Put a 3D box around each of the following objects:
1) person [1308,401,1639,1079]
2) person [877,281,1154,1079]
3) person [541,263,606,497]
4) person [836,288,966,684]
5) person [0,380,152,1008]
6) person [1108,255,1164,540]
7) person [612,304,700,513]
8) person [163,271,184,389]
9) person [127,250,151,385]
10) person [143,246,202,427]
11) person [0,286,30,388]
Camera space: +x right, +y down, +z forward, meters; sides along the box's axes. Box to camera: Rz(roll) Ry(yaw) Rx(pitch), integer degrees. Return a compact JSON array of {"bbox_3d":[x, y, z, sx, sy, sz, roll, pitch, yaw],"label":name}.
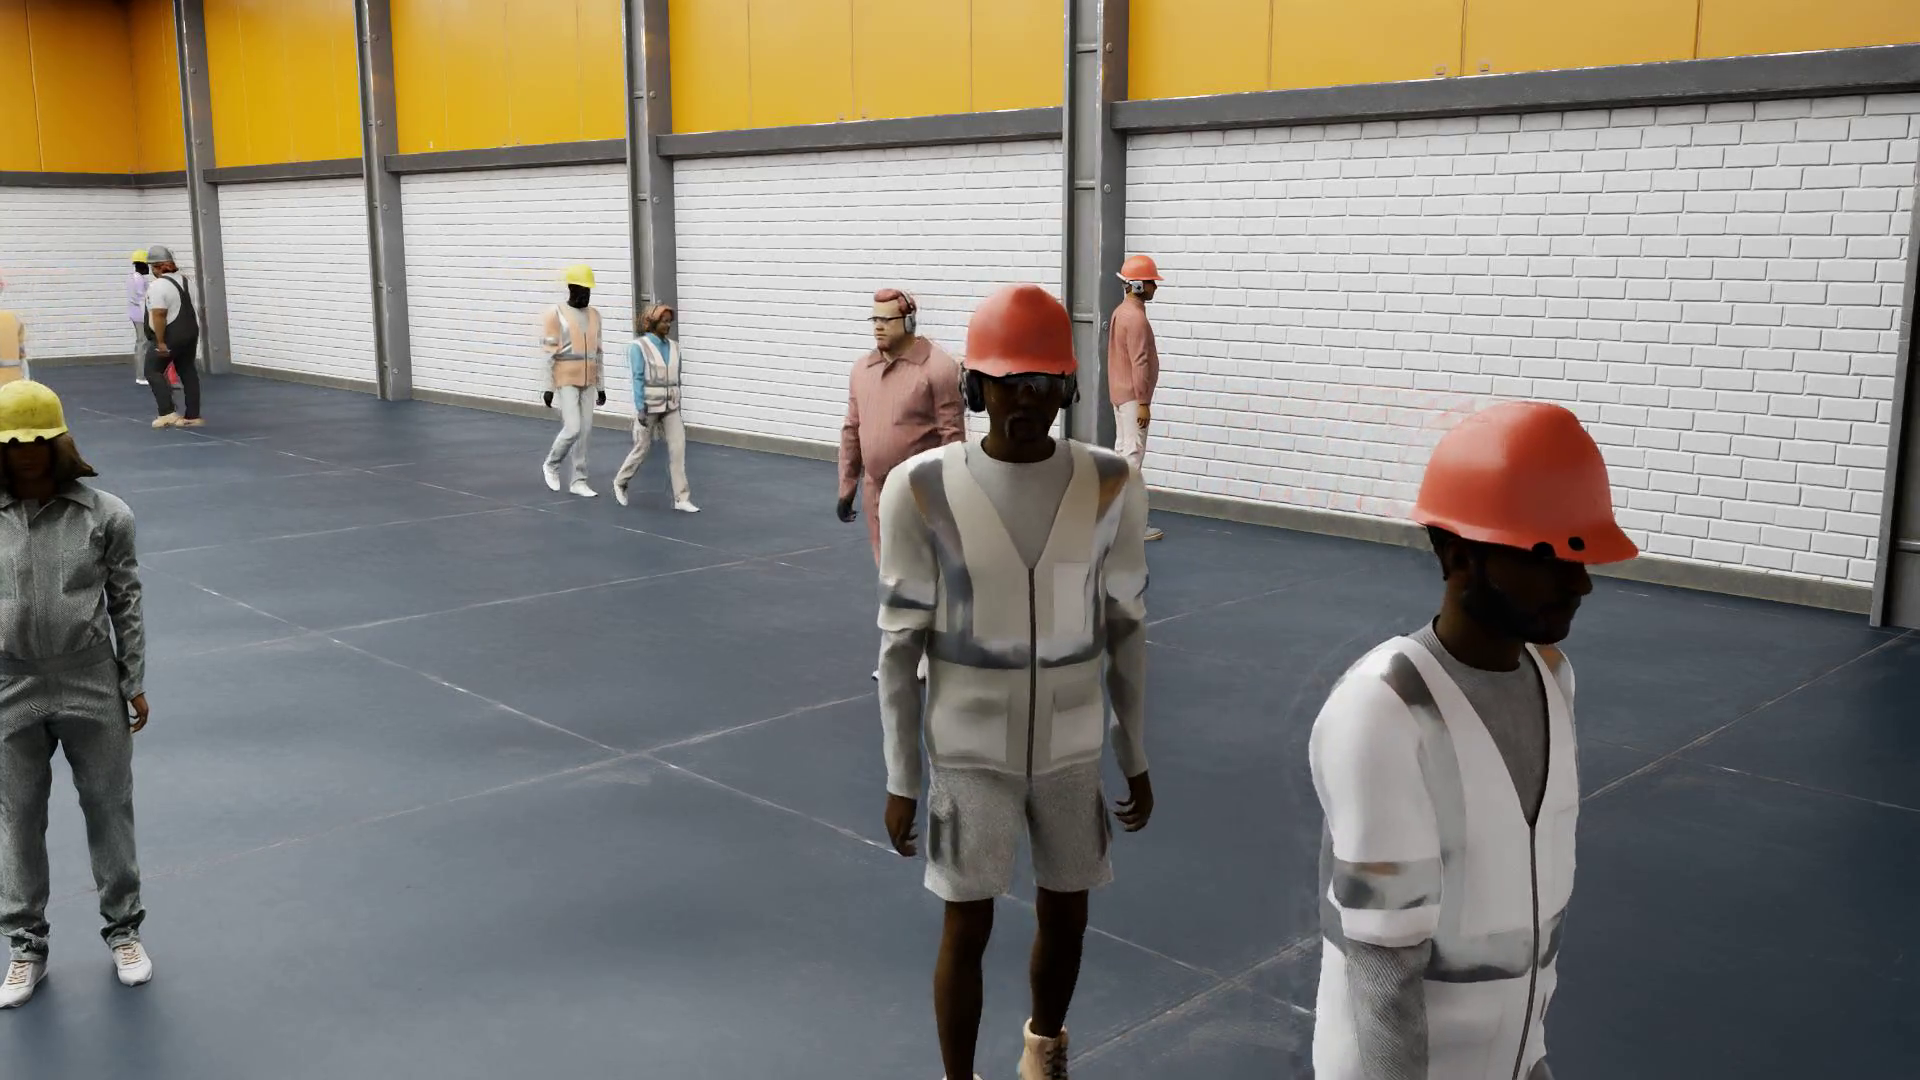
[{"bbox_3d":[0.750,0.768,2.330,0.566,1.907,0.820,-7,13,-35],"label":"person"},{"bbox_3d":[0.127,0.451,3.709,0.622,2.046,0.437,-2,11,-11],"label":"person"},{"bbox_3d":[-3.132,-1.292,13.554,0.478,1.905,0.609,7,13,34],"label":"person"},{"bbox_3d":[-0.299,-0.239,7.867,0.680,1.887,0.489,8,13,37],"label":"person"},{"bbox_3d":[-2.531,0.425,4.641,0.492,1.742,0.300,-5,12,-25],"label":"person"},{"bbox_3d":[1.233,-1.003,11.736,0.382,1.993,0.622,-1,10,-8],"label":"person"},{"bbox_3d":[-2.391,-1.023,12.902,0.762,1.608,0.519,9,14,40],"label":"person"},{"bbox_3d":[-10.970,-2.975,23.121,0.310,1.769,0.525,-9,14,-41],"label":"person"},{"bbox_3d":[-11.666,-3.177,23.785,0.386,1.922,0.594,-7,13,-34],"label":"person"},{"bbox_3d":[-8.778,-2.259,18.465,0.562,2.000,0.700,3,11,13],"label":"person"},{"bbox_3d":[-7.408,-1.111,12.587,0.941,1.891,0.570,1,10,5],"label":"person"}]
